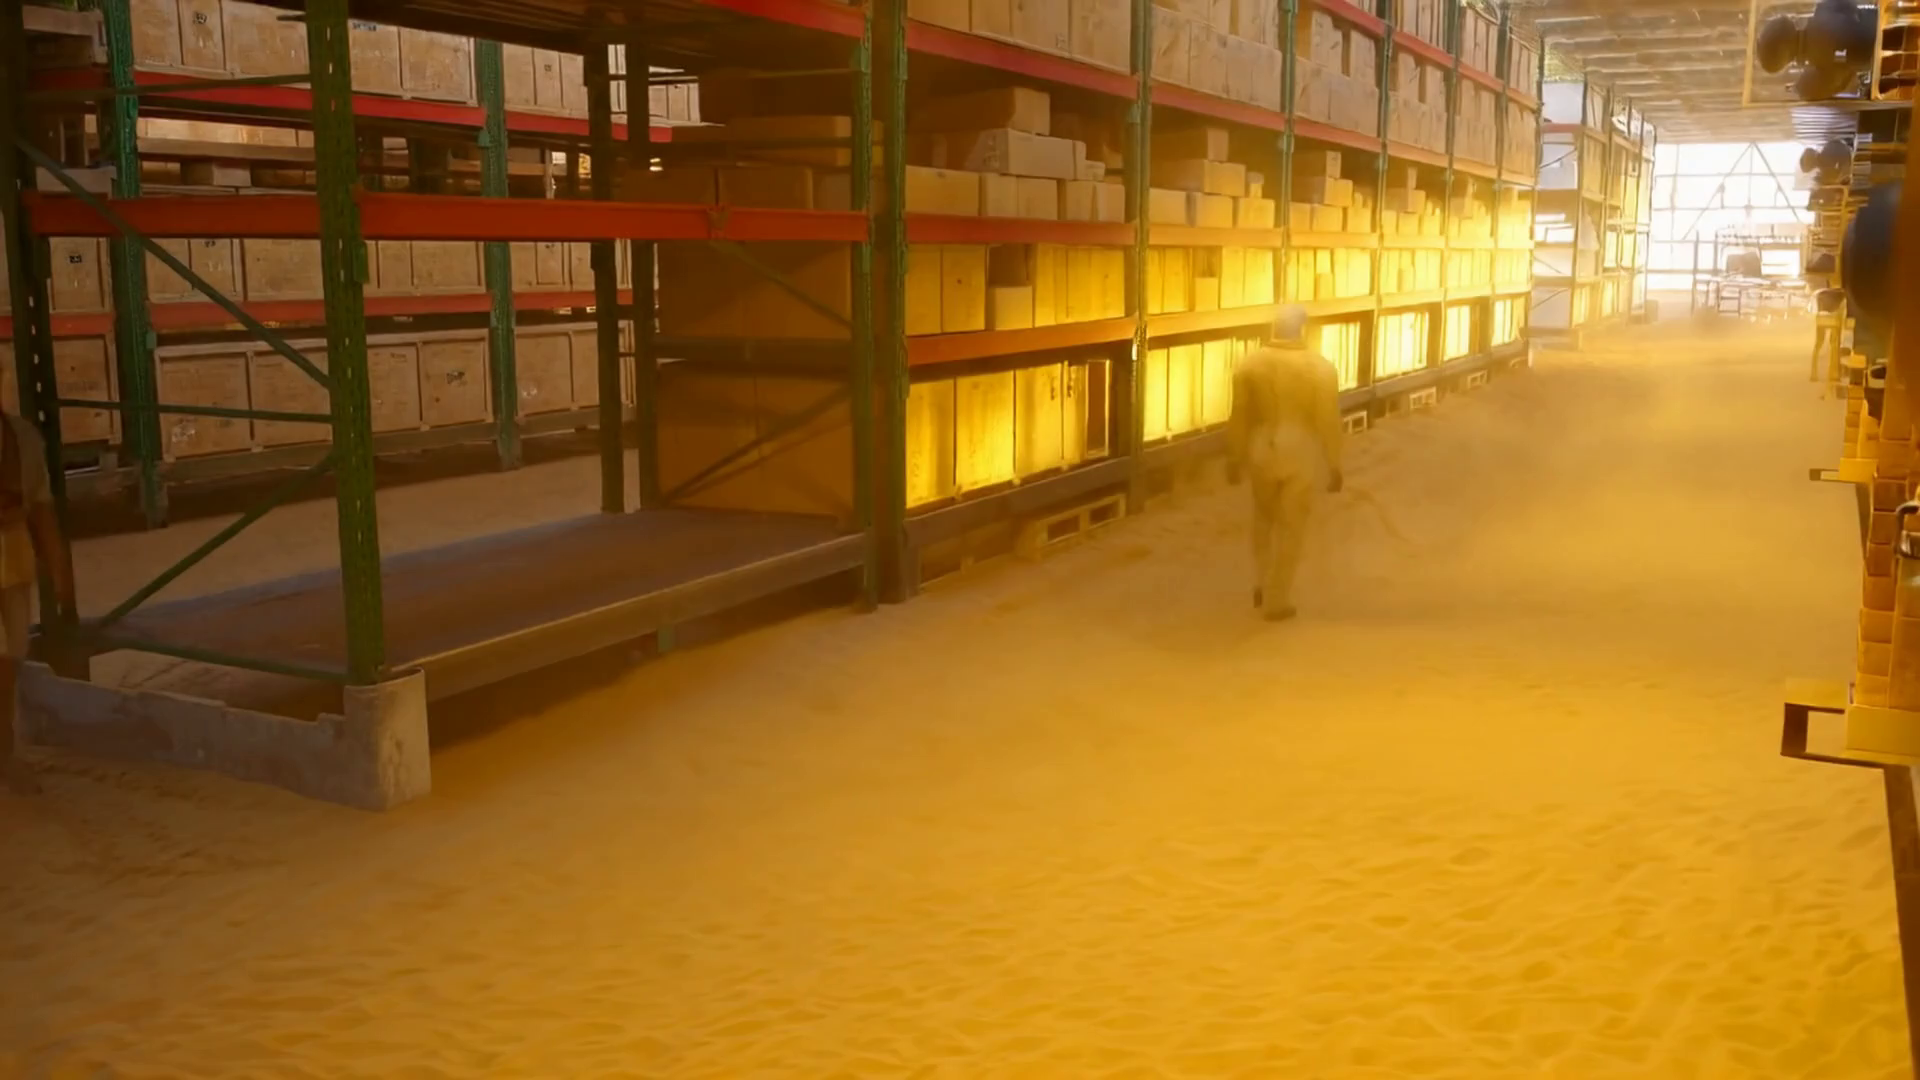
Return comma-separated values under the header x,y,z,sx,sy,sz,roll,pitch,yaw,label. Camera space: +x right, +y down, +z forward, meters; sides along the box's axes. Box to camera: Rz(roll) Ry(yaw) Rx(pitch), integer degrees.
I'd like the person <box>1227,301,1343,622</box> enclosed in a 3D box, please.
x,y,z,sx,sy,sz,roll,pitch,yaw,label
1.961,-0.470,9.914,0.669,1.887,0.561,6,12,33,person

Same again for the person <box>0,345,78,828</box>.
x,y,z,sx,sy,sz,roll,pitch,yaw,label
-3.622,0.145,6.327,0.908,1.900,0.569,5,11,27,person

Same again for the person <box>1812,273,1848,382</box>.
x,y,z,sx,sy,sz,roll,pitch,yaw,label
14.702,-3.582,28.120,0.393,1.836,0.561,-8,12,-37,person

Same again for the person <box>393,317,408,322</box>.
x,y,z,sx,sy,sz,roll,pitch,yaw,label
-6.832,-2.209,20.428,0.295,1.744,0.489,-3,10,-16,person
